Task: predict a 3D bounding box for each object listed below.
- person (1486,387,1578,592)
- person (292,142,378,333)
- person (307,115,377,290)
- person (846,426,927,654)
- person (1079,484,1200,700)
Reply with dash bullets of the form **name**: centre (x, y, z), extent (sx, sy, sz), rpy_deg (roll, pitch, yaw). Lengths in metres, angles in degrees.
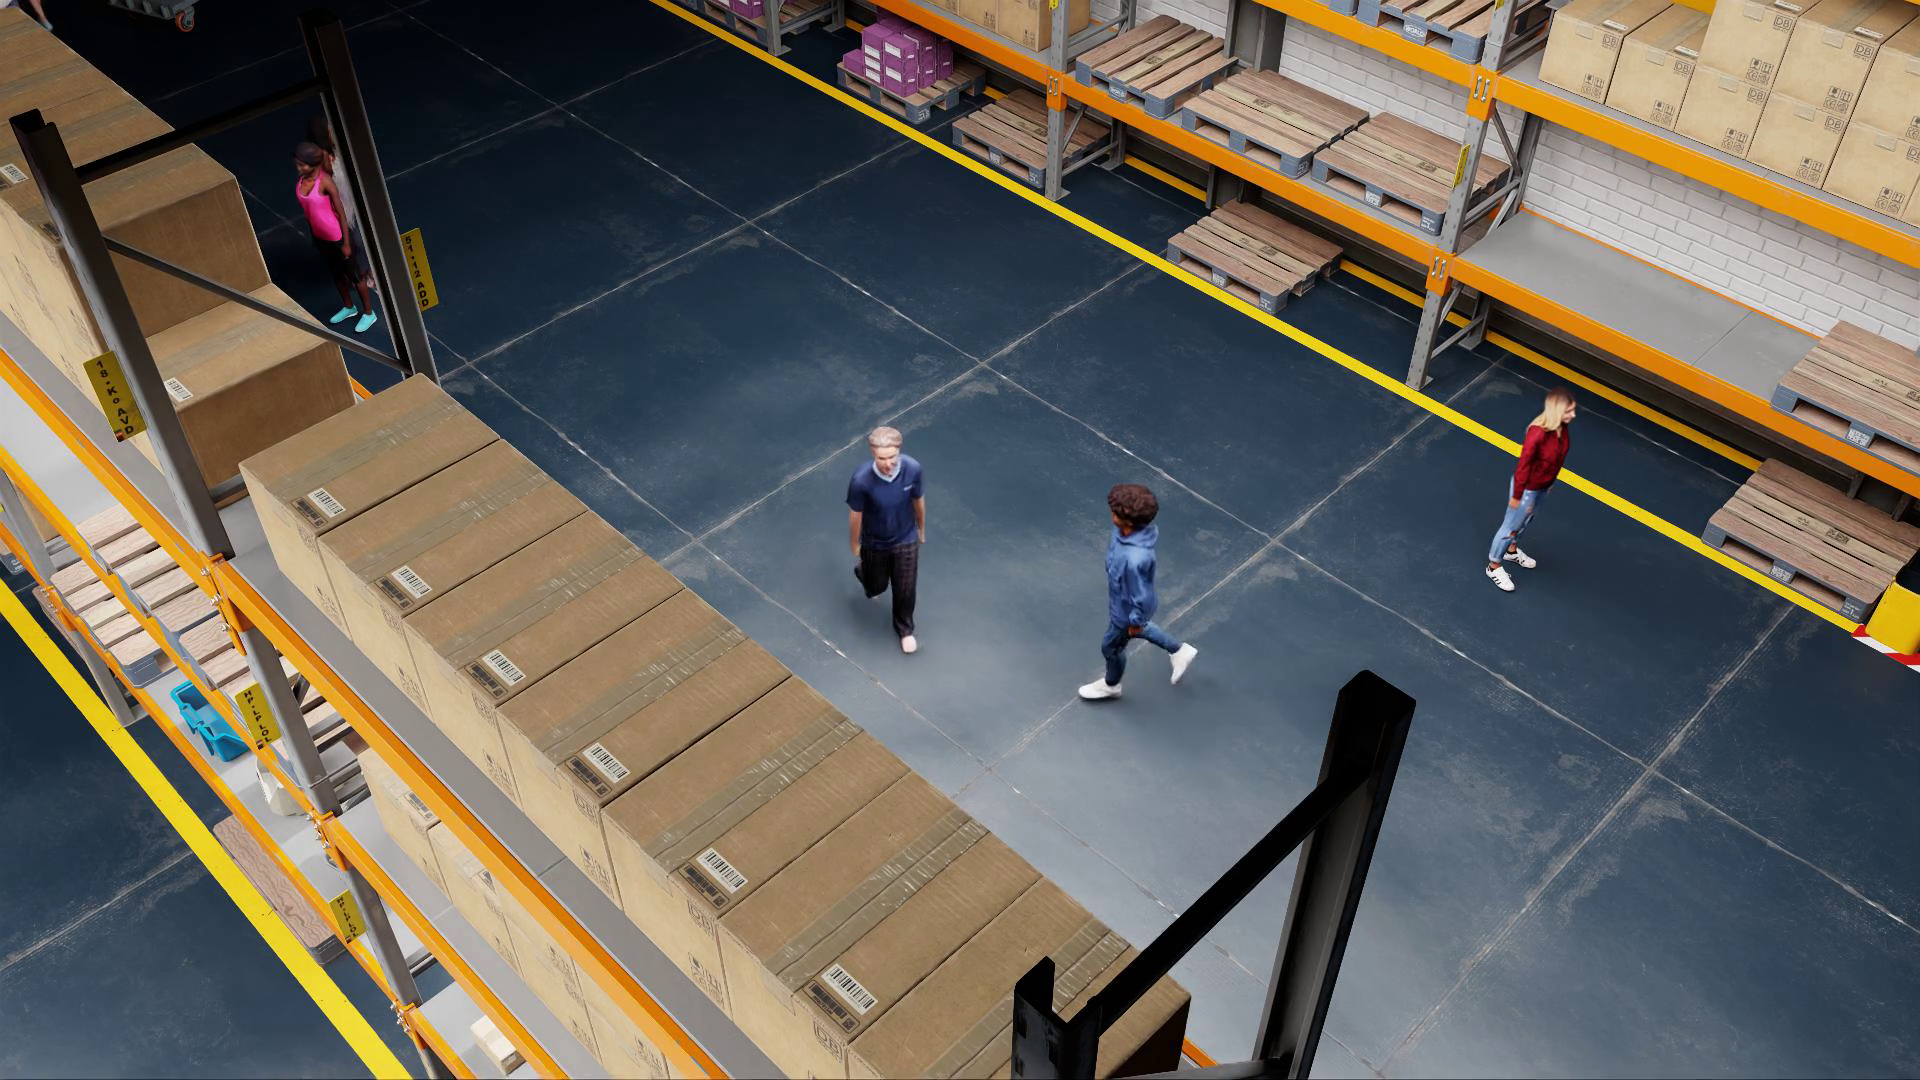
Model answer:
- **person**: centre (3.943, -0.388, 11.427), extent (0.594, 1.634, 0.508), rpy_deg (-33, 53, -30)
- **person**: centre (-5.116, -2.493, 13.569), extent (0.569, 1.725, 0.677), rpy_deg (21, 47, 21)
- **person**: centre (-5.314, -2.827, 14.012), extent (0.854, 1.600, 0.774), rpy_deg (-7, 44, -7)
- **person**: centre (-0.493, -0.075, 10.944), extent (0.922, 1.847, 1.053), rpy_deg (-15, 46, -15)
- **person**: centre (1.169, 0.363, 10.535), extent (1.130, 1.777, 1.073), rpy_deg (-4, 44, -4)
